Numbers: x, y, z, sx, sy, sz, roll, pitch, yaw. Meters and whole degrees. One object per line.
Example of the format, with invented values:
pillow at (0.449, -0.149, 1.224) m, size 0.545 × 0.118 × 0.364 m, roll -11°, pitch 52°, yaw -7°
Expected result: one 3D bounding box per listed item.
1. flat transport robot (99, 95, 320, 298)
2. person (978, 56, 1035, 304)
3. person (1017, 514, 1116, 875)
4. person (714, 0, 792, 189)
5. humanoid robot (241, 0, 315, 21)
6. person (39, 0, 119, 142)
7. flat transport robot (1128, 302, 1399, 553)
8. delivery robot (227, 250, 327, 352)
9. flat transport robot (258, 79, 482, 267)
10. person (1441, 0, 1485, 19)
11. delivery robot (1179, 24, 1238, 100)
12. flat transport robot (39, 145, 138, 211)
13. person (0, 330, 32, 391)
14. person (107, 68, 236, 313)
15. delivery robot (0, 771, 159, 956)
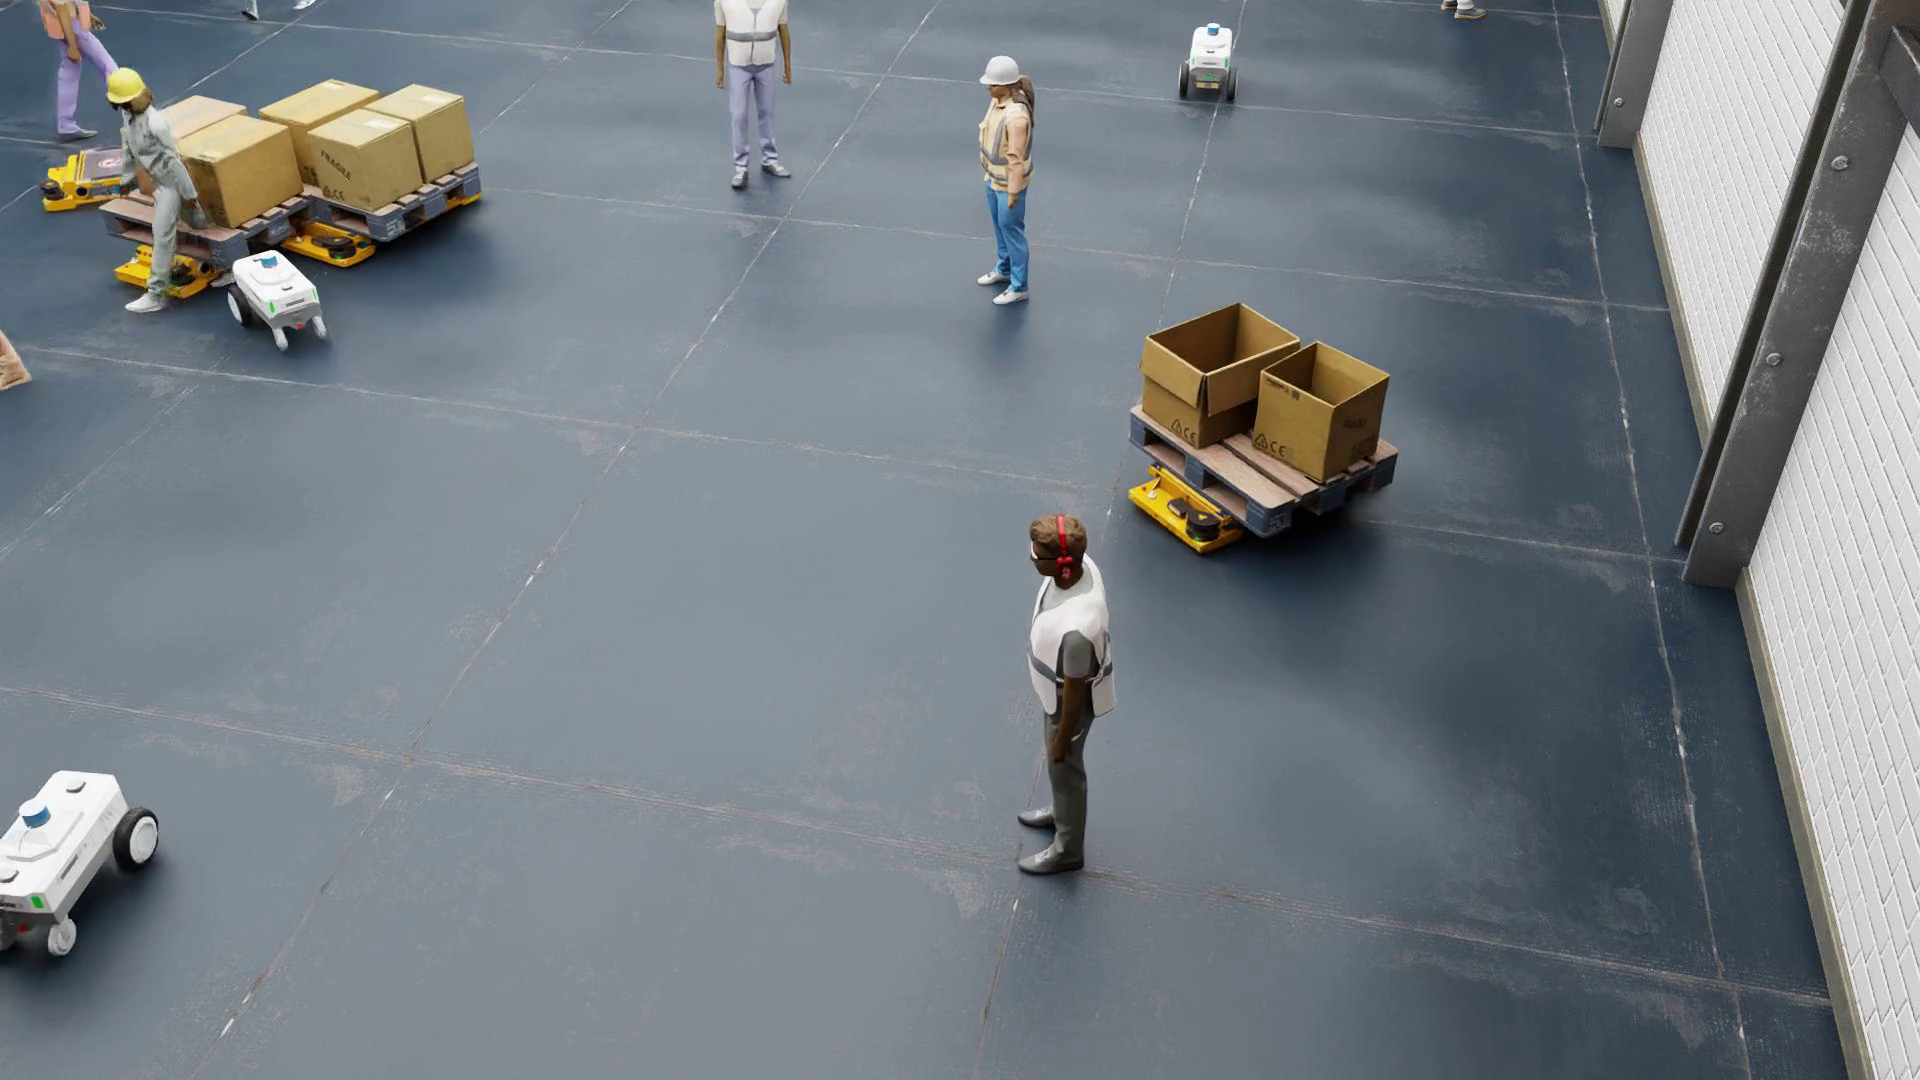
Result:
flat transport robot at (-5.393, -2.212, 12.179) m, size 0.659 × 0.231 × 1.431 m, roll 16°, pitch 40°, yaw 21°
person at (0.313, -2.445, 11.281) m, size 0.378 × 1.721 × 0.487 m, roll -12°, pitch 38°, yaw -15°
person at (0.454, 0.655, 7.037) m, size 0.404 × 1.834 × 0.565 m, roll -1°, pitch 37°, yaw -1°
person at (-1.587, -3.637, 12.792) m, size 0.611 × 1.828 × 0.472 m, roll -12°, pitch 39°, yaw -16°
humanoid robot at (-6.738, -5.845, 15.858) m, size 0.576 × 1.812 × 0.913 m, roll 13°, pitch 39°, yaw 17°
person at (-7.107, -4.137, 13.479) m, size 0.934 × 1.799 × 0.569 m, roll -24°, pitch 43°, yaw -28°
flat transport robot at (1.744, -0.381, 9.728) m, size 1.431 × 0.231 × 0.659 m, roll -22°, pitch 42°, yaw -26°
delivery robot at (-4.594, -1.661, 11.192) m, size 0.499 × 0.582 × 0.773 m, roll -26°, pitch 44°, yaw -30°
flat transport robot at (-4.350, -2.476, 12.533) m, size 0.659 × 0.231 × 1.431 m, roll 19°, pitch 41°, yaw 24°
person at (4.919, -5.946, 15.828) m, size 0.354 × 1.883 × 0.572 m, roll -9°, pitch 38°, yaw -12°
delivery robot at (2.196, -4.221, 14.635) m, size 0.517 × 0.603 × 0.774 m, roll 6°, pitch 37°, yaw 8°
flat transport robot at (-6.426, -2.903, 13.104) m, size 1.431 × 0.231 × 0.659 m, roll -12°, pitch 38°, yaw -16°
person at (-6.372, -1.605, 10.175) m, size 0.831 × 1.697 × 0.501 m, roll -19°, pitch 41°, yaw -24°
person at (-5.397, -2.384, 11.214) m, size 0.865 × 1.683 × 0.495 m, roll -26°, pitch 44°, yaw -31°
delivery robot at (-3.894, 1.354, 7.181) m, size 0.499 × 0.611 × 0.814 m, roll 4°, pitch 37°, yaw 5°
